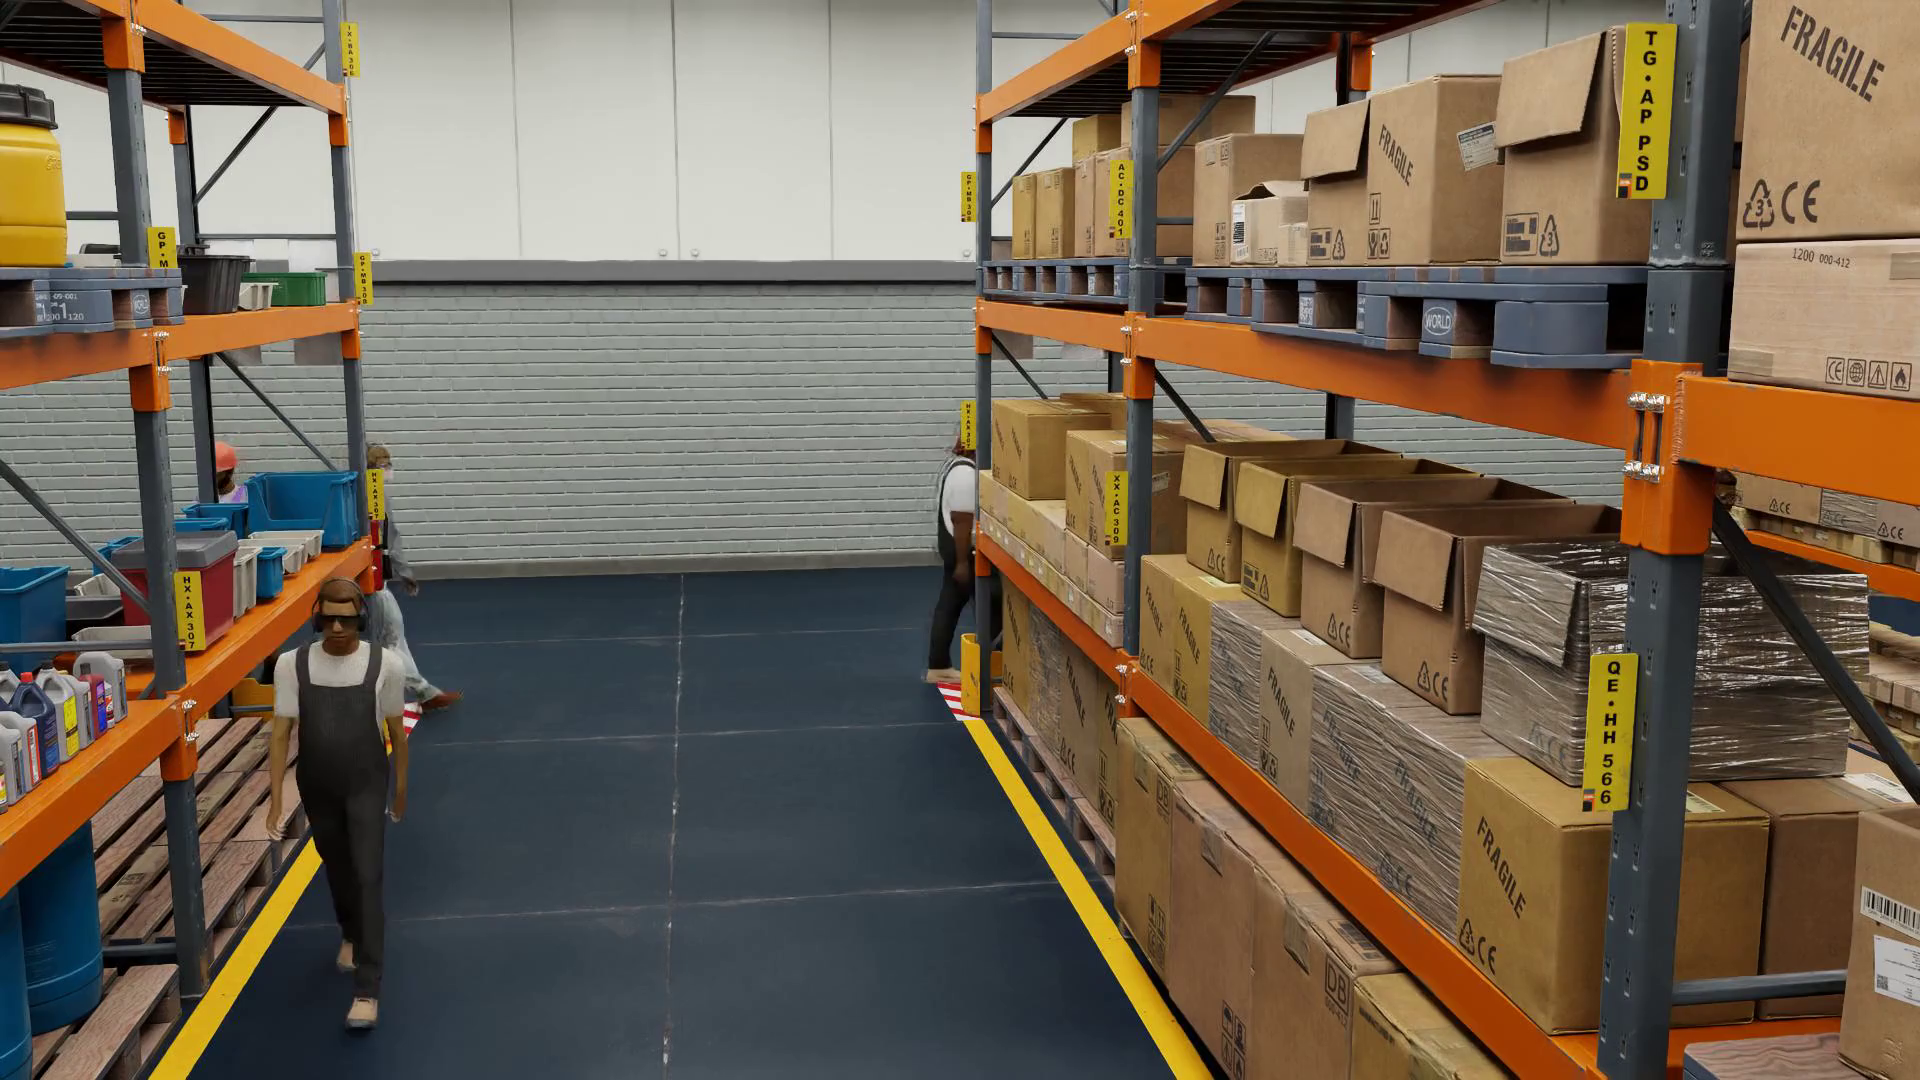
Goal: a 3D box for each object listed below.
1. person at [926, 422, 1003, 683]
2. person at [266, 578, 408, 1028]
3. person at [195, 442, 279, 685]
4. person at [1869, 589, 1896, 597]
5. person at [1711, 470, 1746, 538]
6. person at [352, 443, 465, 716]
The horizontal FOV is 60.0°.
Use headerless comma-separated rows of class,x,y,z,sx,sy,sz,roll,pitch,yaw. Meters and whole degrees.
person,0.203,0.063,12.111,0.976,2.000,0.709,-1,9,-5
person,-2.562,1.033,6.912,0.530,1.798,0.984,-2,9,-9
person,-5.008,0.231,11.640,0.585,1.892,0.847,4,10,21
person,8.324,-0.443,15.487,0.944,1.954,0.623,5,10,26
person,4.505,0.487,10.076,0.548,1.852,0.418,-2,9,-10
person,-3.941,0.276,11.302,1.052,1.875,0.635,-1,9,-5
